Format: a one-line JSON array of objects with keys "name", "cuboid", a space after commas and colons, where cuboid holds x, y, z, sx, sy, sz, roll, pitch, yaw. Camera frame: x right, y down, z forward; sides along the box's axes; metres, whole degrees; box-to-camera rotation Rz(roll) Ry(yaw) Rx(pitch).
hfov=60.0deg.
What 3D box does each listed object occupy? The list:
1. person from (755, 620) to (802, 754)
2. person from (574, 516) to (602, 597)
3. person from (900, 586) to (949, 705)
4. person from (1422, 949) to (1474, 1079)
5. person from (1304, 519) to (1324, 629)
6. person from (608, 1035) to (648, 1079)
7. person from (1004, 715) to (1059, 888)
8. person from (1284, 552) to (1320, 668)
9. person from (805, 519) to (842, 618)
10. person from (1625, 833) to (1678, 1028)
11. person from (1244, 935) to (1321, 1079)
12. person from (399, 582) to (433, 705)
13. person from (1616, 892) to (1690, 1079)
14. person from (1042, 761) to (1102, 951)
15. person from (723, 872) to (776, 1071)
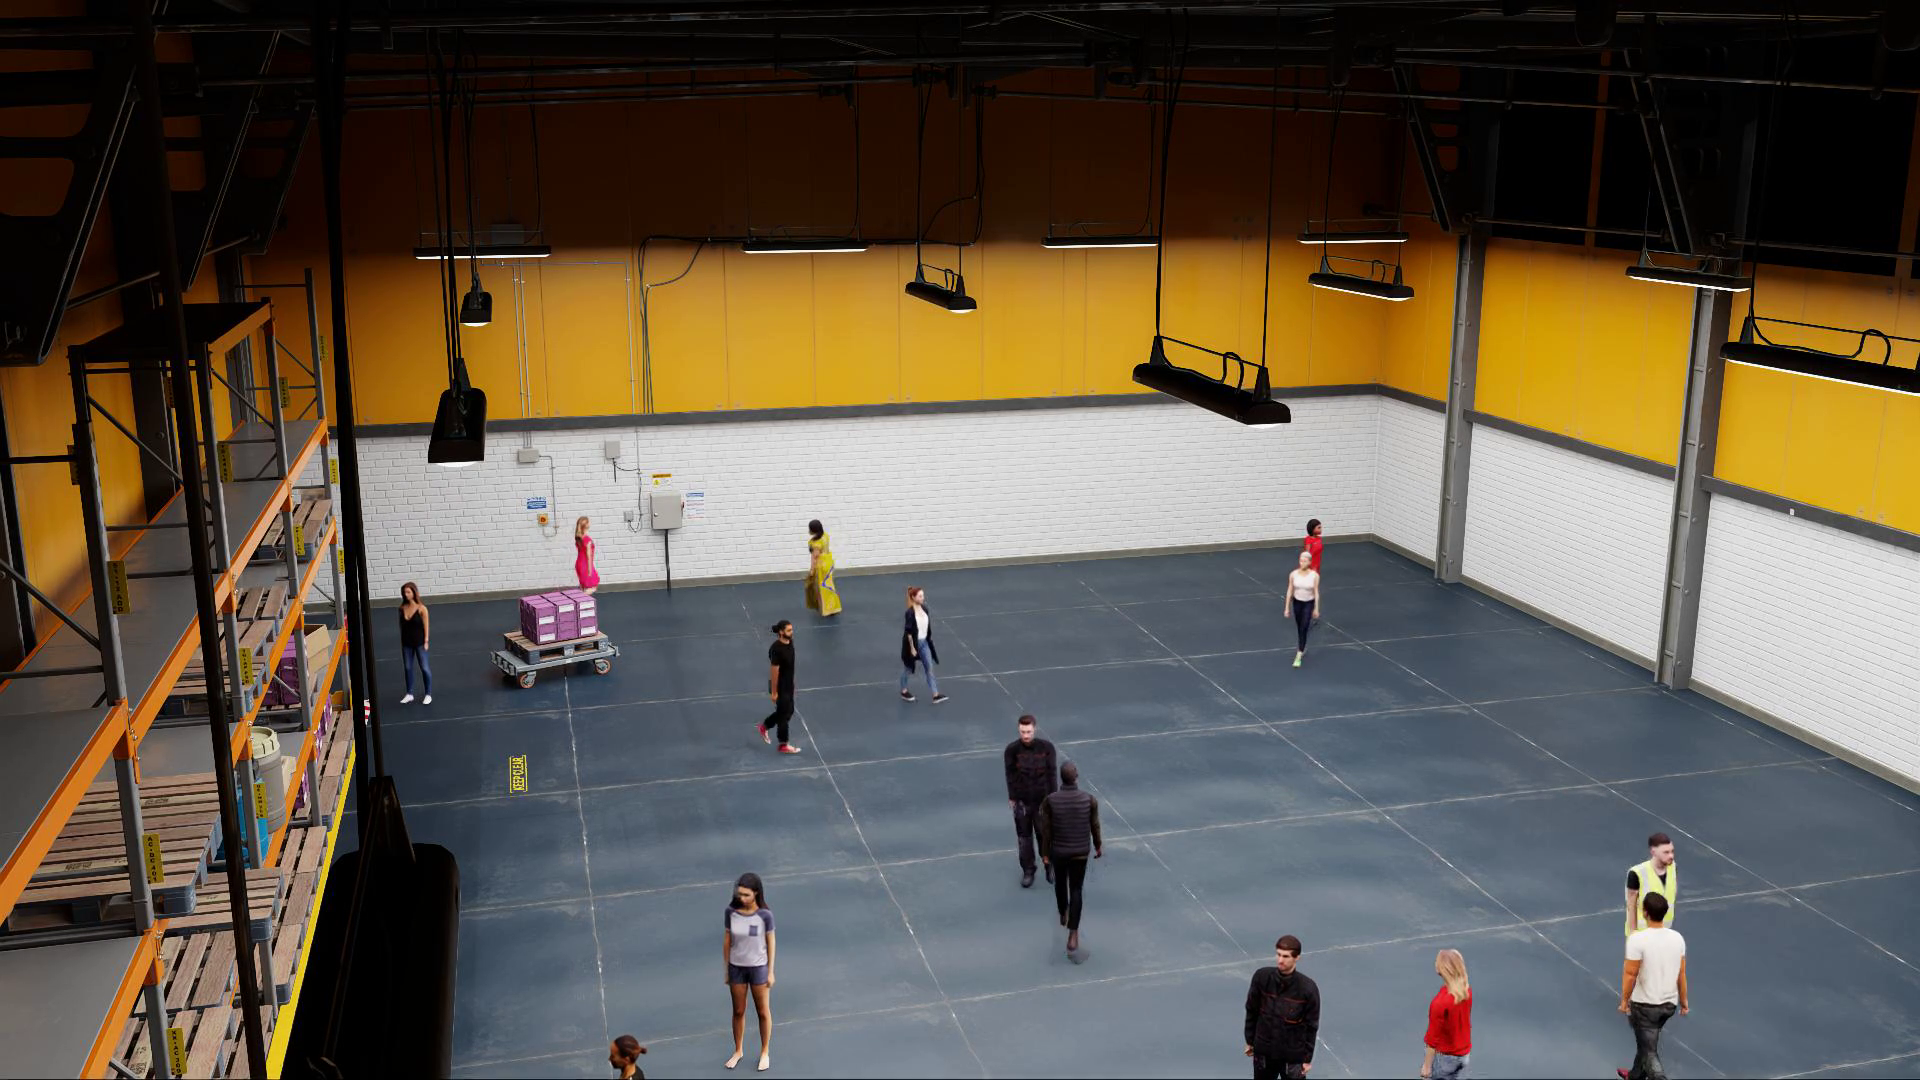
[{"name": "person", "cuboid": [-2.319, 1.836, 20.993, 0.934, 1.745, 0.936, 4, 14, 17]}, {"name": "person", "cuboid": [-6.085, 0.475, 26.683, 0.826, 1.712, 0.828, -12, 18, -41]}, {"name": "person", "cuboid": [-0.676, 1.448, 22.810, 1.157, 1.644, 0.983, 12, 18, 41]}, {"name": "person", "cuboid": [3.740, 3.920, 12.489, 0.783, 1.695, 0.849, -12, 18, -42]}, {"name": "person", "cuboid": [5.582, 0.513, 26.462, 0.675, 1.742, 0.646, 11, 17, 38]}, {"name": "person", "cuboid": [-2.239, 4.176, 11.491, 0.643, 1.669, 0.464, -3, 14, -12]}, {"name": "person", "cuboid": [0.753, 2.665, 17.254, 0.826, 1.892, 0.825, 1, 14, 4]}, {"name": "person", "cuboid": [5.102, 0.998, 24.657, 1.131, 1.649, 1.269, 6, 15, 23]}, {"name": "person", "cuboid": [-2.189, 0.461, 26.938, 1.071, 1.619, 0.996, 6, 15, 22]}, {"name": "person", "cuboid": [5.945, 3.367, 14.480, 0.706, 1.834, 0.732, -5, 15, -20]}, {"name": "person", "cuboid": [2.426, 3.834, 12.541, 0.782, 1.839, 0.835, 7, 15, 28]}, {"name": "person", "cuboid": [-7.479, 1.403, 22.827, 0.676, 1.722, 0.667, 2, 14, 10]}, {"name": "person", "cuboid": [5.549, 3.724, 13.164, 0.652, 1.759, 1.092, -3, 14, -13]}, {"name": "person", "cuboid": [1.051, 3.043, 15.906, 1.000, 1.793, 1.313, 1, 14, 4]}, {"name": "person", "cuboid": [-1.754, 3.569, 13.856, 0.653, 1.735, 0.638, 2, 14, 8]}]
